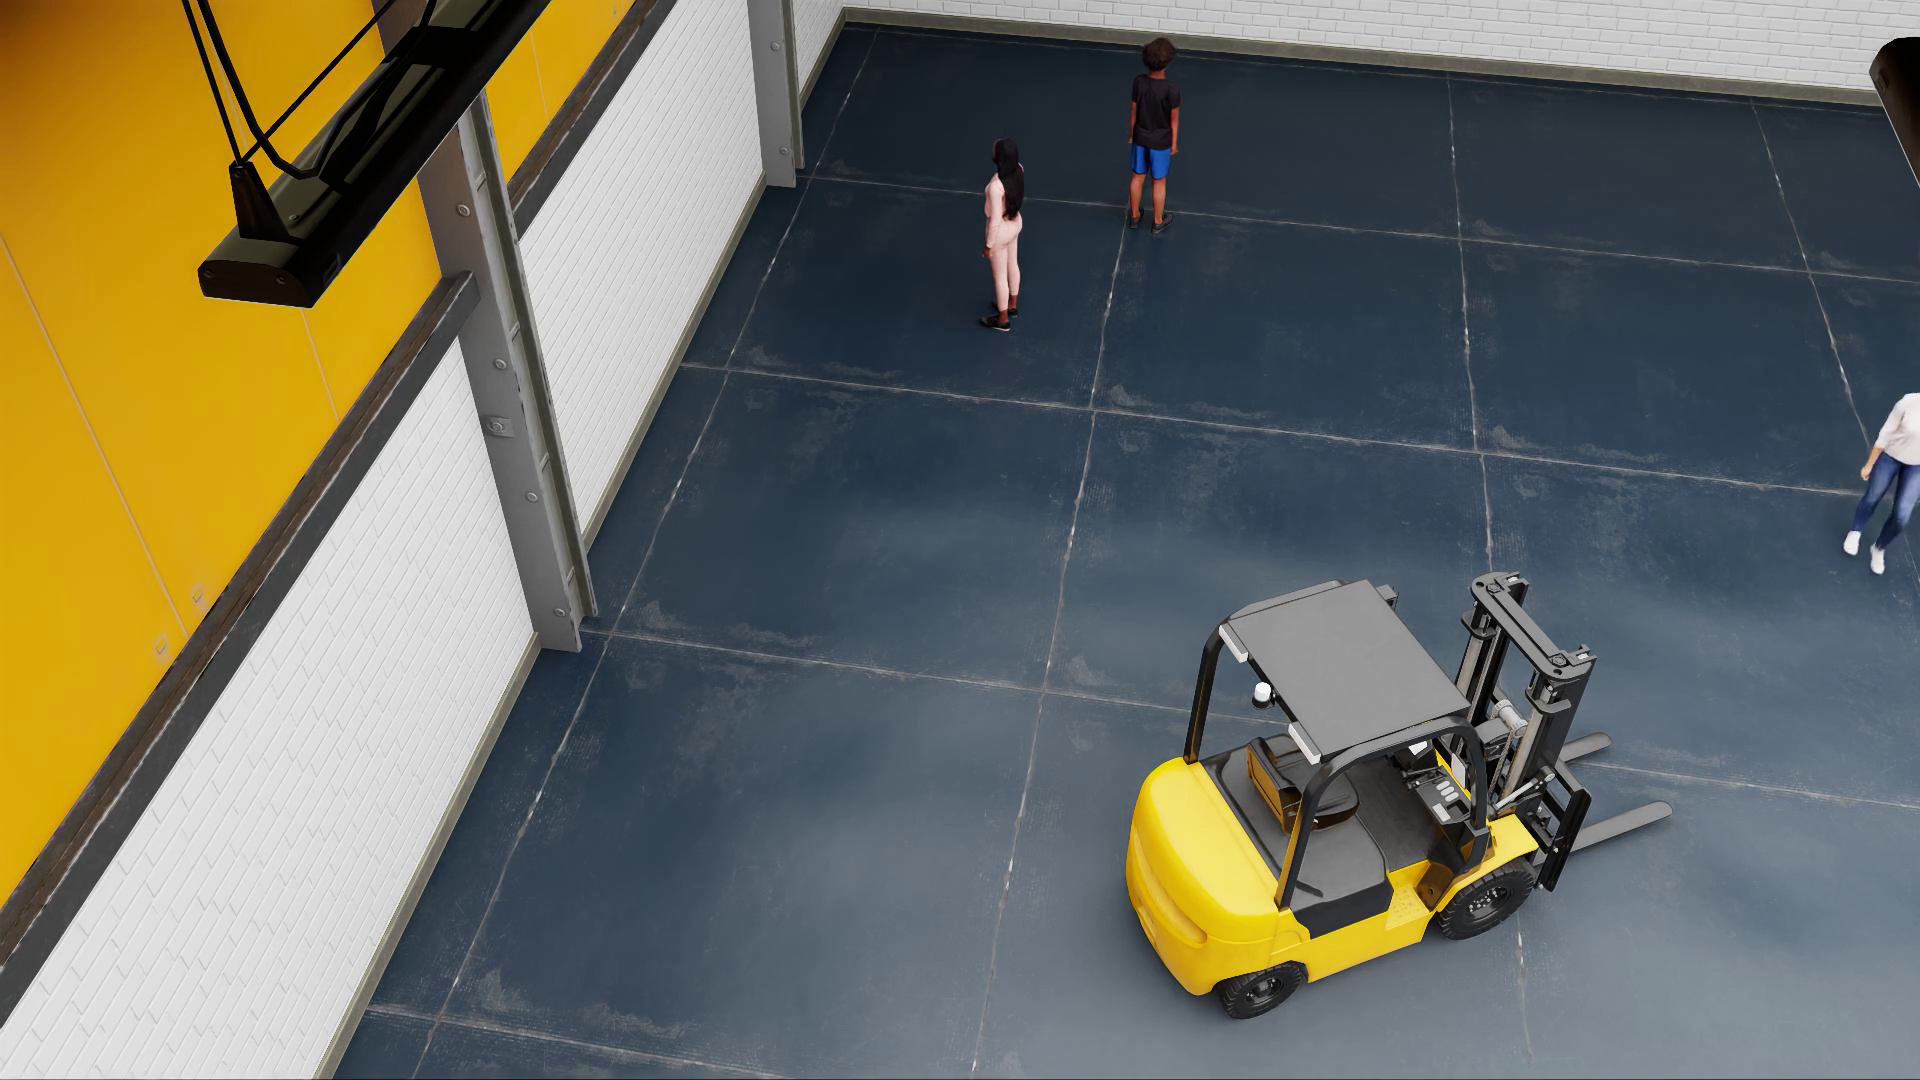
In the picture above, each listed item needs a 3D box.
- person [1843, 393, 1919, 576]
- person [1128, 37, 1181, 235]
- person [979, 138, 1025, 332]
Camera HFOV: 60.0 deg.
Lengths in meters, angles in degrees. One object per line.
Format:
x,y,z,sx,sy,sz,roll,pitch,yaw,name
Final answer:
6.506,-0.579,11.498,0.711,1.709,0.737,19,47,19,person
1.679,-3.513,14.515,0.675,1.794,0.670,21,47,21,person
0.356,-2.489,13.493,0.738,1.721,0.577,20,47,19,person
